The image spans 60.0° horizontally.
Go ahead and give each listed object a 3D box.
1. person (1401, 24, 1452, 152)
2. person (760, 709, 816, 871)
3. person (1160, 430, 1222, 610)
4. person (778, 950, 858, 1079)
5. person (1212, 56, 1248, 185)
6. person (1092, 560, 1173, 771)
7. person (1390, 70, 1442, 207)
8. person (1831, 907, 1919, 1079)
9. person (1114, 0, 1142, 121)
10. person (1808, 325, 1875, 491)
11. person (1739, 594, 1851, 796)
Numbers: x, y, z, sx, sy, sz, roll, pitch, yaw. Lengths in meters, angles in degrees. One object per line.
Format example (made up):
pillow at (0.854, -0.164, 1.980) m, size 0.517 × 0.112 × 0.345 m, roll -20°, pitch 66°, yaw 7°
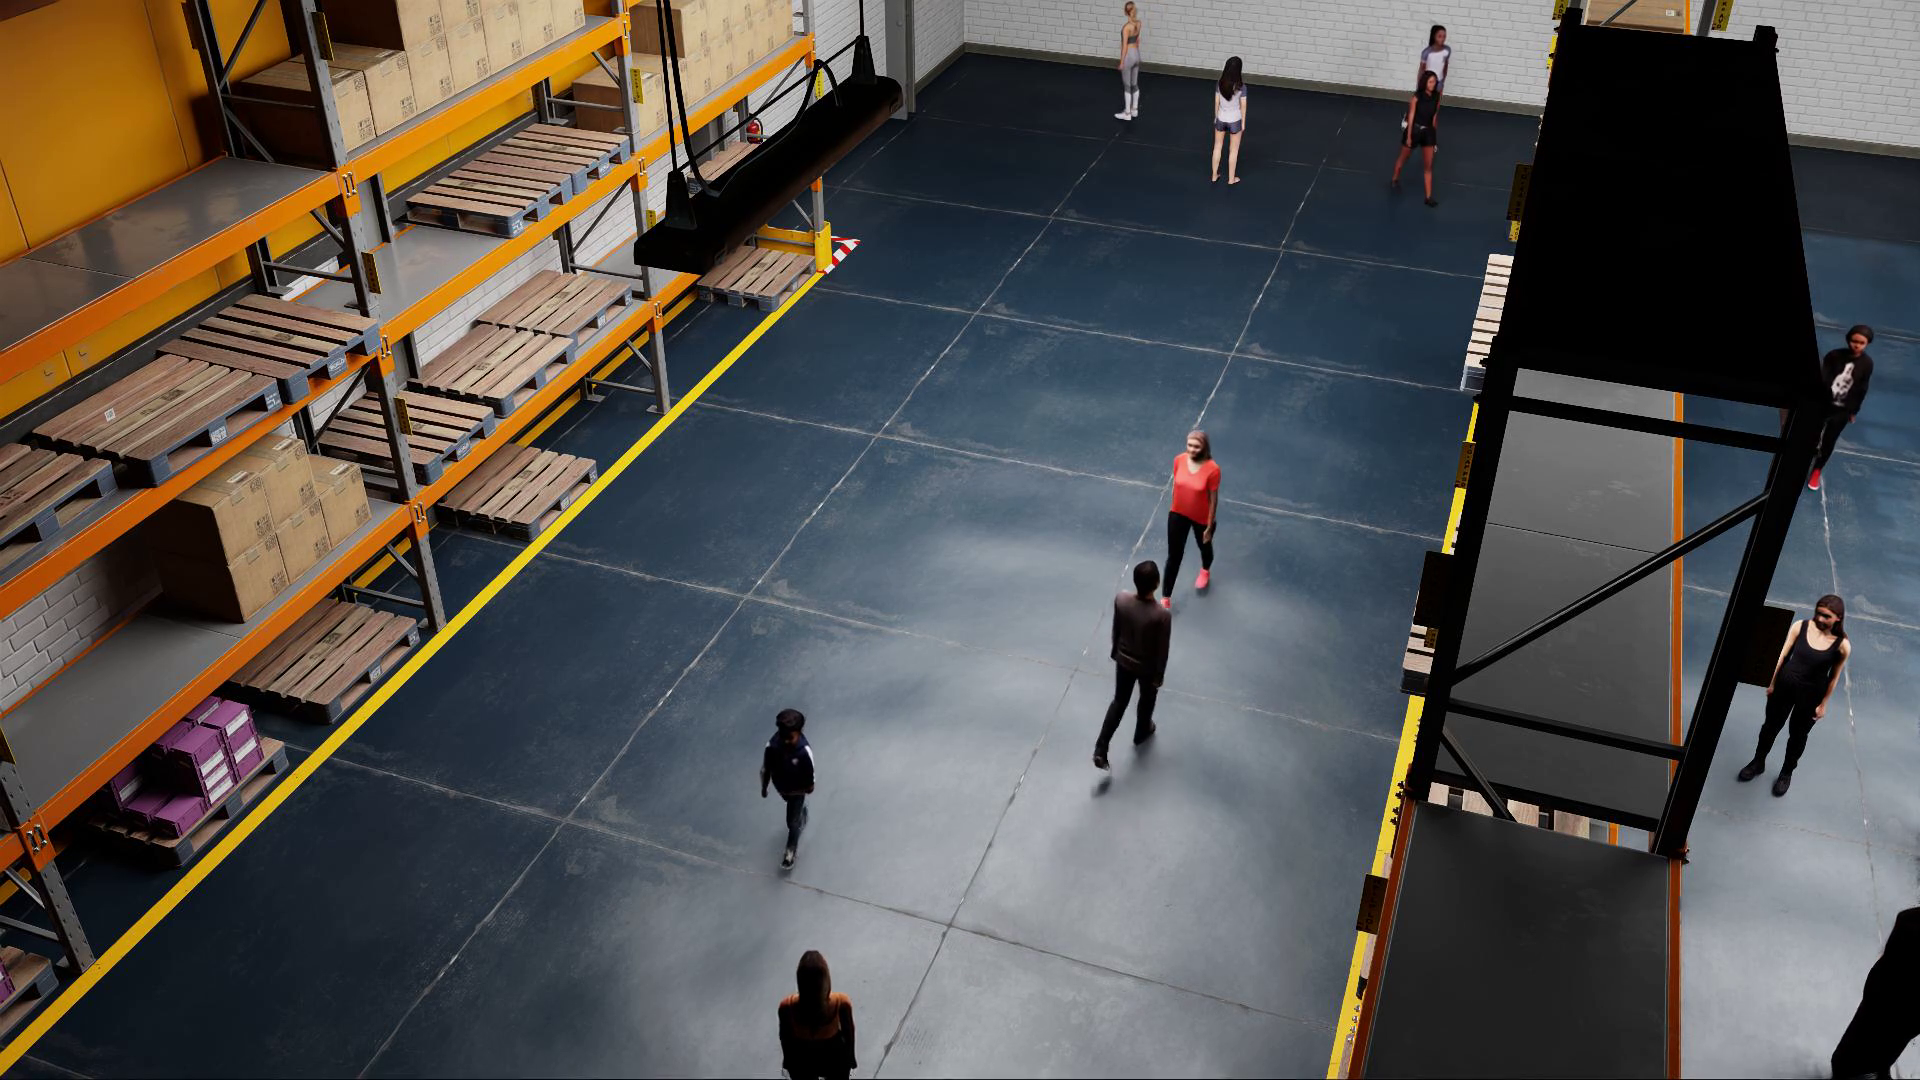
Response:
person at (6.568, -6.386, 23.356) m, size 0.990 × 1.696 × 1.180 m, roll -7°, pitch 34°, yaw -10°
person at (-1.181, 1.659, 11.698) m, size 0.511 × 1.203 × 0.823 m, roll 11°, pitch 35°, yaw 16°
person at (2.020, -0.205, 14.105) m, size 0.722 × 1.643 × 1.177 m, roll 16°, pitch 37°, yaw 23°
person at (-0.799, 2.940, 9.387) m, size 0.657 × 1.628 × 0.664 m, roll -5°, pitch 34°, yaw -7°
person at (3.585, -5.604, 22.171) m, size 0.627 × 1.706 × 0.571 m, roll 17°, pitch 37°, yaw 24°
person at (1.254, 0.949, 12.279) m, size 1.133 × 1.742 × 0.815 m, roll 12°, pitch 35°, yaw 17°
person at (5.928, -5.254, 21.664) m, size 1.107 × 1.685 × 1.278 m, roll -9°, pitch 35°, yaw -13°
person at (5.564, 2.612, 9.764) m, size 0.774 × 1.756 × 0.798 m, roll -6°, pitch 34°, yaw -9°
person at (2.492, -7.001, 24.273) m, size 0.683 × 1.705 × 0.561 m, roll 26°, pitch 41°, yaw 33°
person at (8.276, -1.306, 15.744) m, size 0.668 × 1.661 × 0.843 m, roll 16°, pitch 37°, yaw 23°
person at (6.113, 1.100, 12.100) m, size 0.663 × 1.688 × 0.672 m, roll 27°, pitch 42°, yaw 34°
